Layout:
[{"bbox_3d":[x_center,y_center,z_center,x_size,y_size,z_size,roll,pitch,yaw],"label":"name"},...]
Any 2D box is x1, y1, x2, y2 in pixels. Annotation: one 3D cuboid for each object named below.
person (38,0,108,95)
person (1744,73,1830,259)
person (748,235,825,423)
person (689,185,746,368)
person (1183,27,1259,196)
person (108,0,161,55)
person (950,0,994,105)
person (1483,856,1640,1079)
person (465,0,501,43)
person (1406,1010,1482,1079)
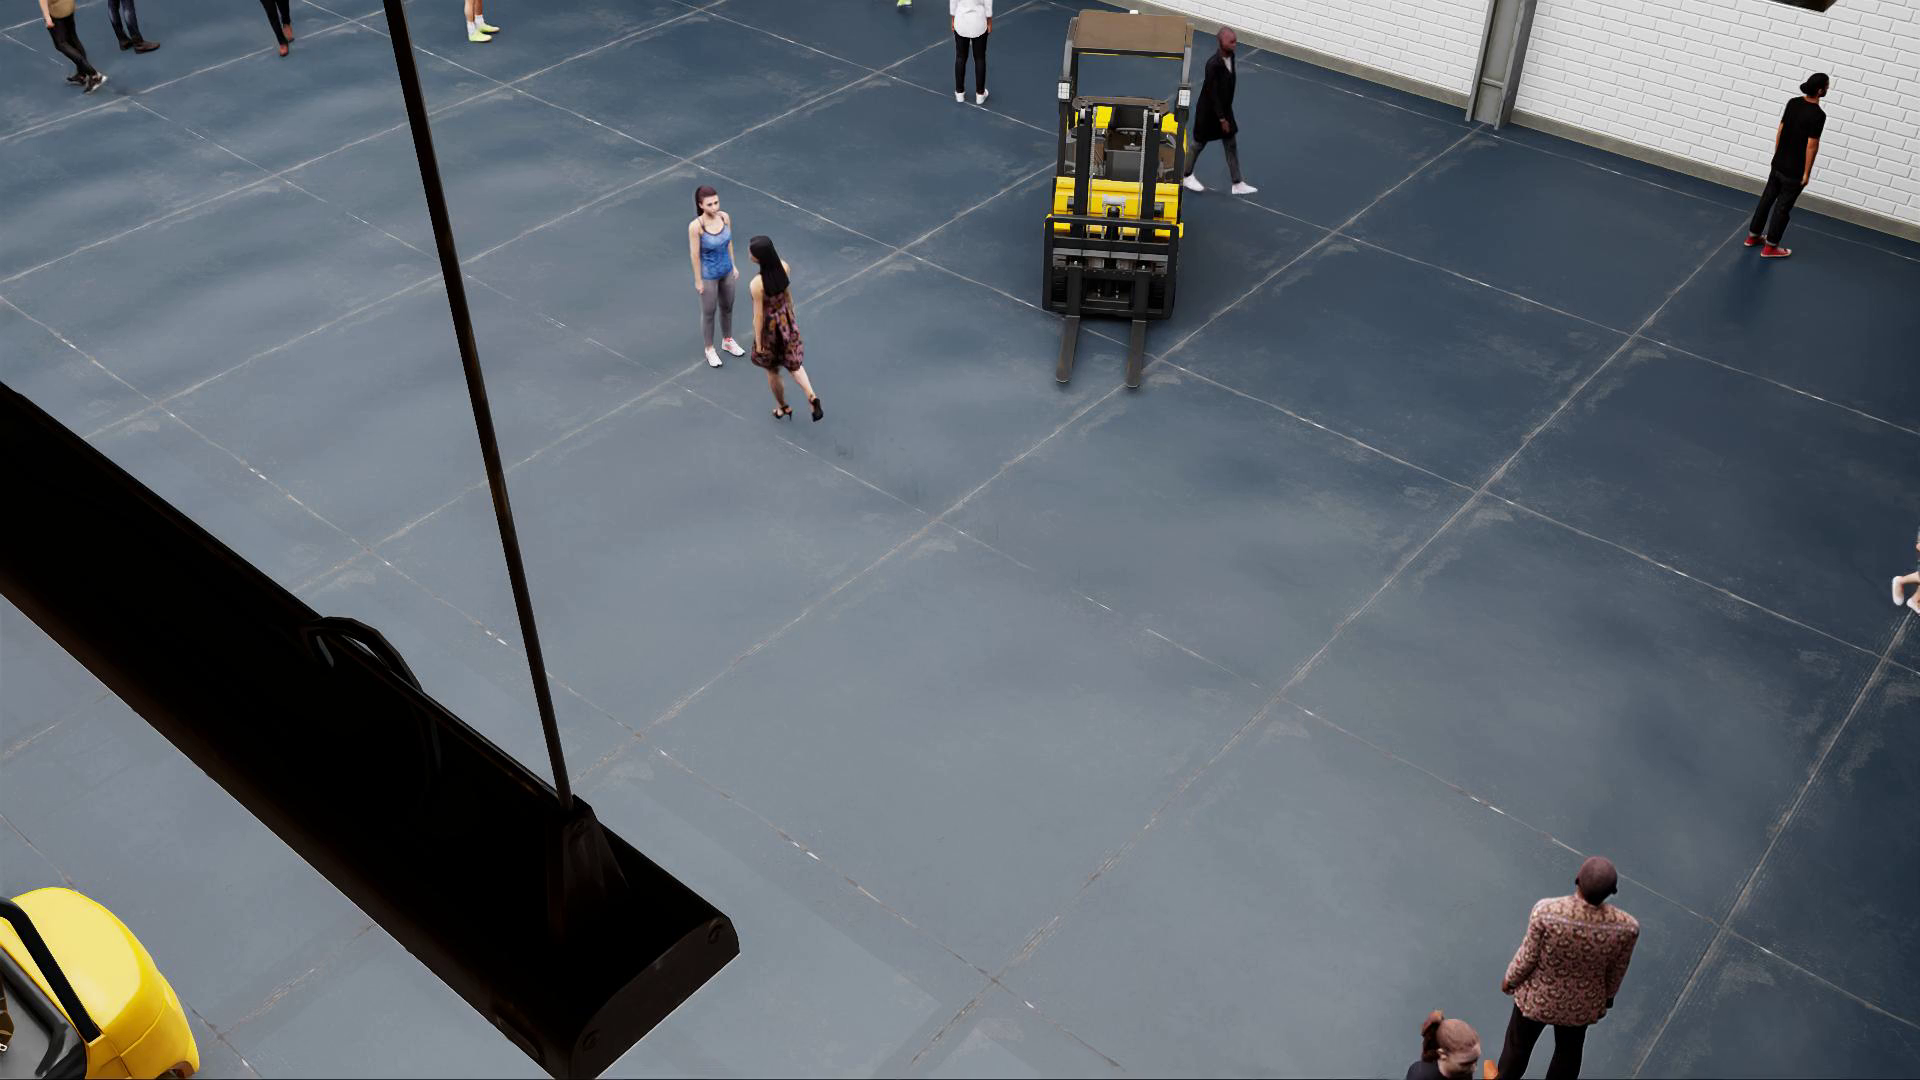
[{"bbox_3d":[-9.874,-5.854,18.295,1.010,1.847,0.913,5,39,7],"label":"person"},{"bbox_3d":[7.687,-3.477,15.390,0.787,1.758,0.690,-10,40,-13],"label":"person"},{"bbox_3d":[-1.378,-1.576,13.015,0.869,1.750,0.639,27,46,29],"label":"person"},{"bbox_3d":[-2.050,-2.232,13.950,0.586,1.608,0.546,-30,48,-32],"label":"person"},{"bbox_3d":[2.412,-4.218,16.342,1.065,1.727,0.682,29,47,31],"label":"person"},{"bbox_3d":[-9.792,-6.590,19.172,0.571,1.903,0.803,18,42,21],"label":"person"},{"bbox_3d":[0.120,-5.653,18.077,0.652,1.804,0.769,7,39,9],"label":"person"},{"bbox_3d":[2.960,2.223,8.213,0.723,1.808,0.843,5,39,7],"label":"person"},{"bbox_3d":[-5.749,-6.773,19.454,0.712,1.835,0.706,7,39,8],"label":"person"},{"bbox_3d":[2.068,2.729,7.641,0.848,1.730,1.067,-16,41,-19],"label":"person"}]
